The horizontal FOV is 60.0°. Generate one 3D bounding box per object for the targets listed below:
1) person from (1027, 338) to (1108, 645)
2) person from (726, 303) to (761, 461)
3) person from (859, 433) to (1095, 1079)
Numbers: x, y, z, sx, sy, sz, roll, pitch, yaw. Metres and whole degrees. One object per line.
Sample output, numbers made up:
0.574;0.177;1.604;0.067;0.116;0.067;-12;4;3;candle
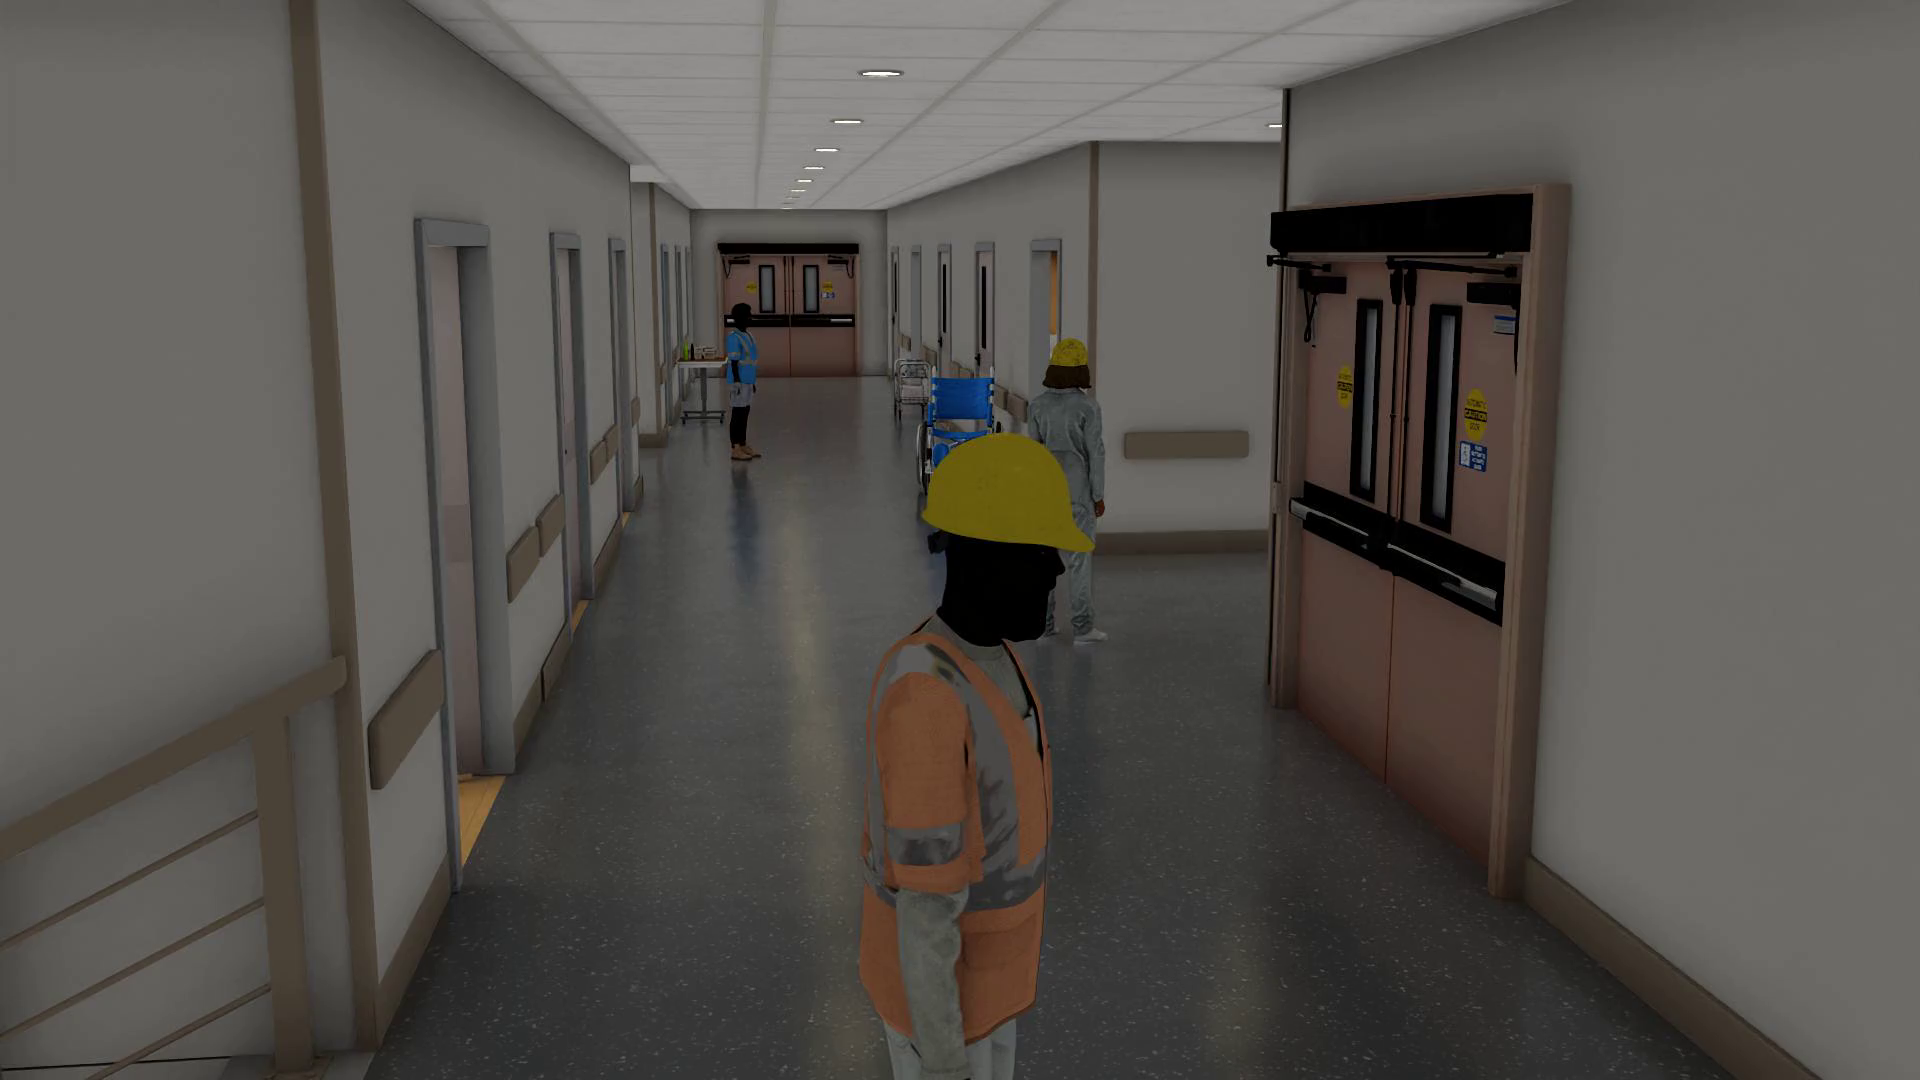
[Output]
0.617;-0.275;9.500;0.484;1.745;0.297;6;12;32;person
-2.352;-1.712;18.005;0.318;1.697;0.533;2;10;12;person
0.030;0.767;2.935;0.393;1.918;0.585;2;10;12;person
